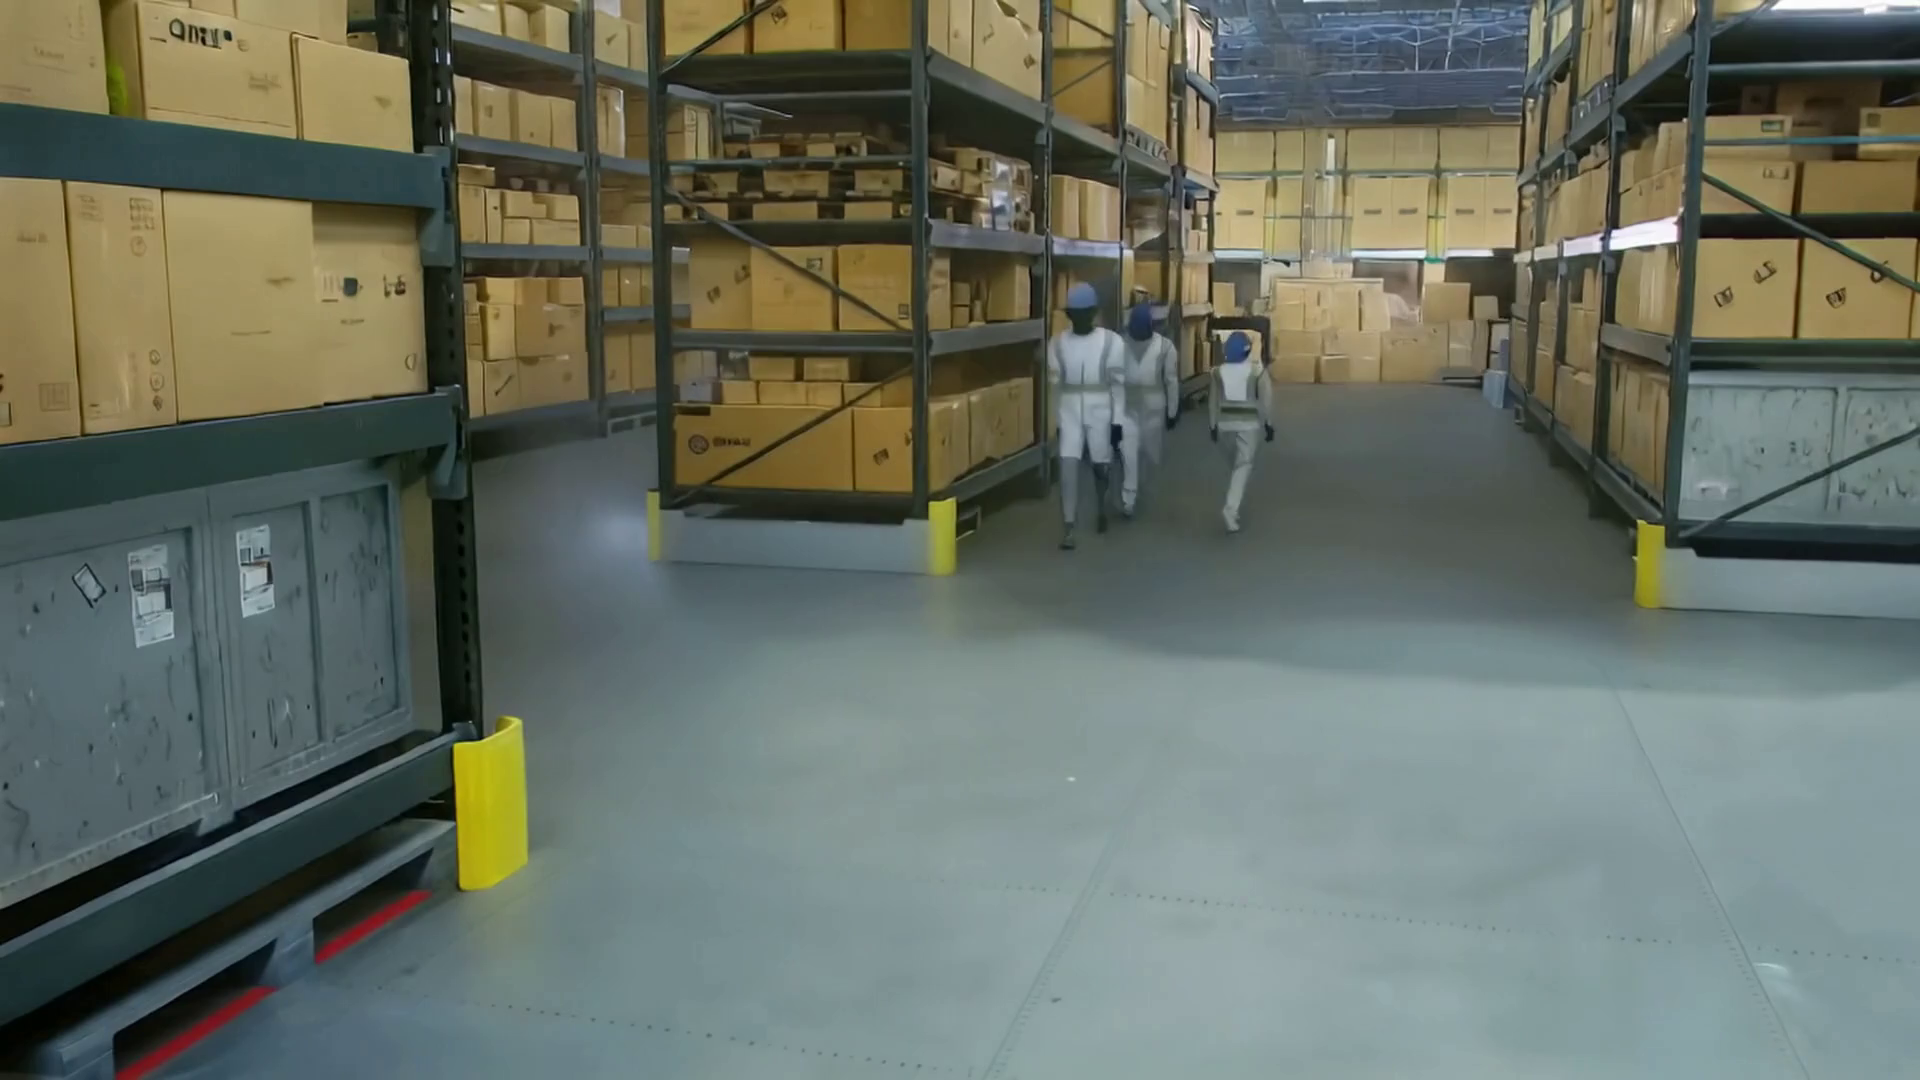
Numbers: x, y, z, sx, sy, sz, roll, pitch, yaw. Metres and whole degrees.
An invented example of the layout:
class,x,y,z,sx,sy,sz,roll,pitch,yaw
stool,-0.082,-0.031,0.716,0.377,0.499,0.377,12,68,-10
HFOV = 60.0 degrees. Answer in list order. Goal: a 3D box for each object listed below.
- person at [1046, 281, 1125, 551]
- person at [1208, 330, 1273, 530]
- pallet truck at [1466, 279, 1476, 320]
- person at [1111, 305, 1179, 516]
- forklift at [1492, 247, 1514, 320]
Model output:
class,x,y,z,sx,sy,sz,roll,pitch,yaw
person,0.963,-0.959,12.651,0.612,2.010,0.951,2,9,13
person,2.250,-0.903,13.532,0.519,1.608,0.762,5,10,30
pallet truck,18.896,-8.459,60.307,1.885,1.965,0.823,5,10,31
person,1.597,-1.141,14.459,0.625,1.808,0.910,2,9,14
forklift,14.408,-6.284,43.693,1.873,2.768,1.129,-8,12,-41
